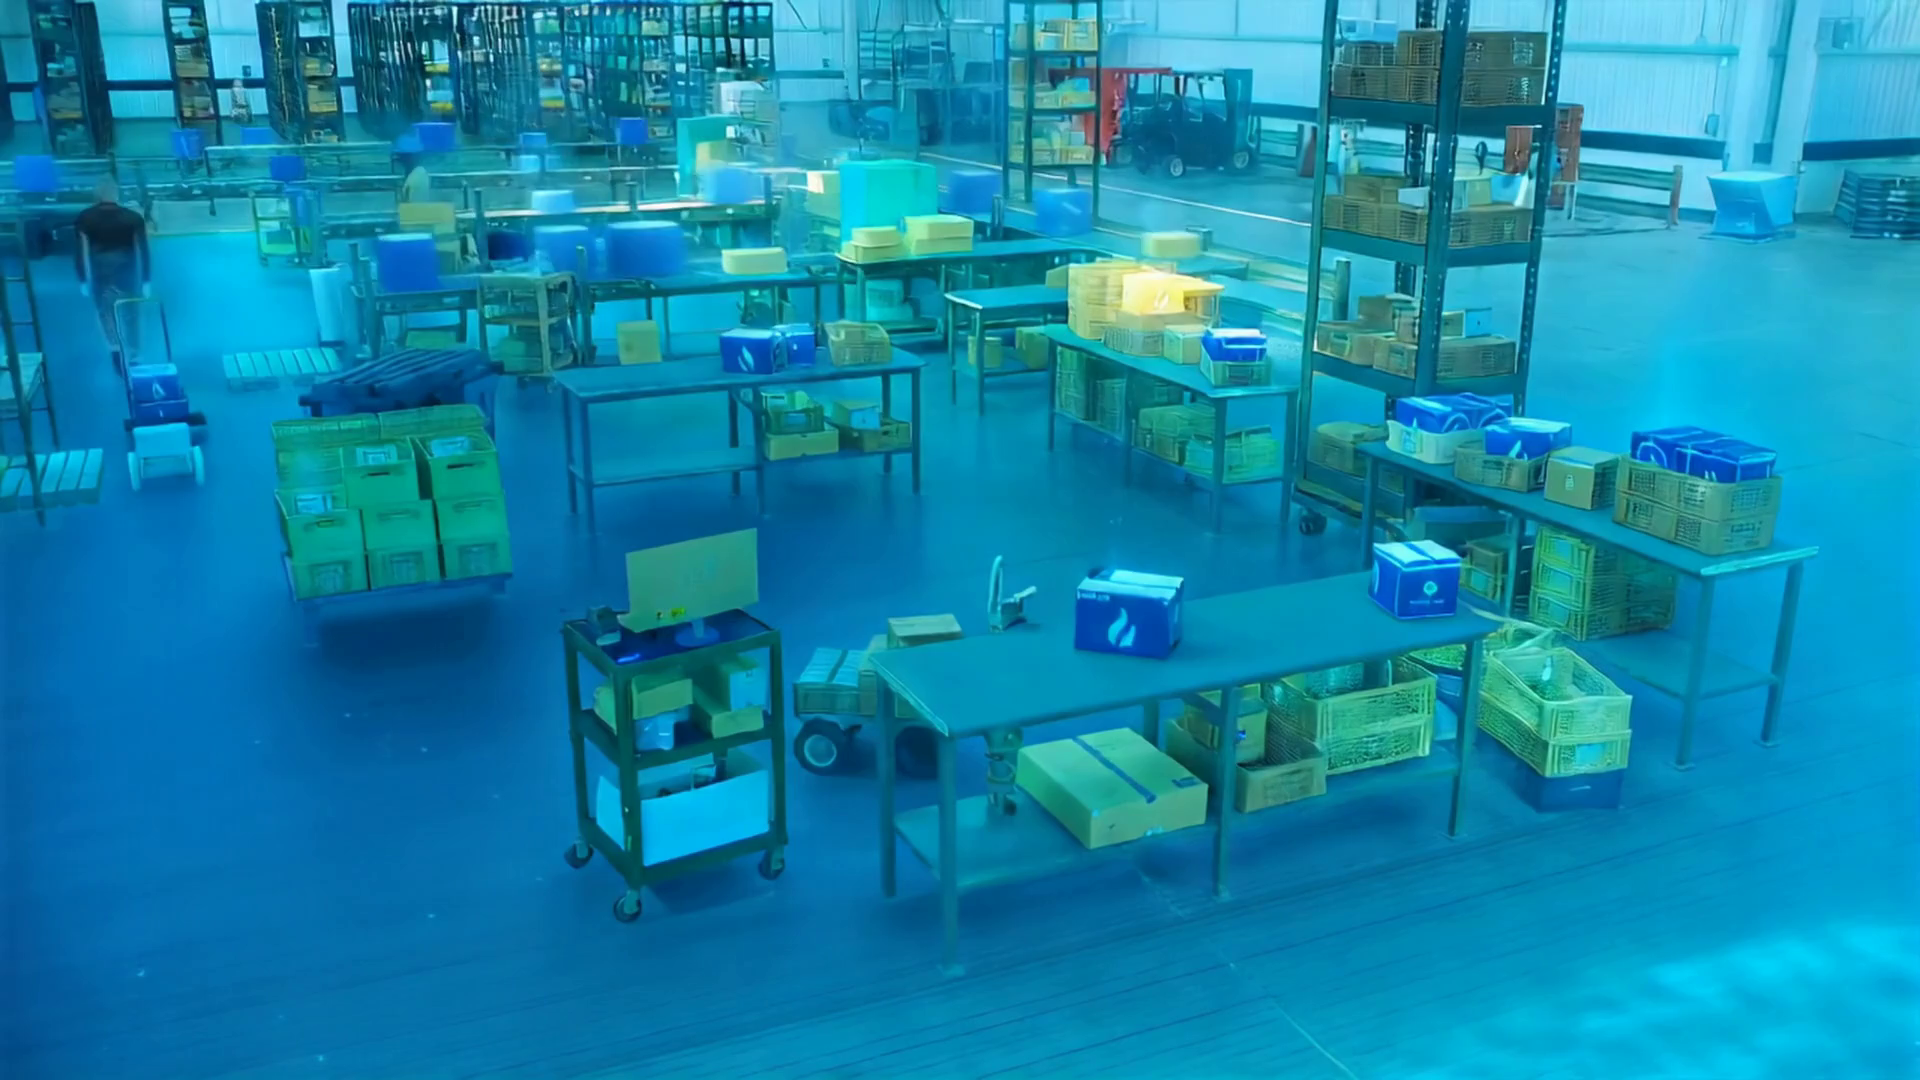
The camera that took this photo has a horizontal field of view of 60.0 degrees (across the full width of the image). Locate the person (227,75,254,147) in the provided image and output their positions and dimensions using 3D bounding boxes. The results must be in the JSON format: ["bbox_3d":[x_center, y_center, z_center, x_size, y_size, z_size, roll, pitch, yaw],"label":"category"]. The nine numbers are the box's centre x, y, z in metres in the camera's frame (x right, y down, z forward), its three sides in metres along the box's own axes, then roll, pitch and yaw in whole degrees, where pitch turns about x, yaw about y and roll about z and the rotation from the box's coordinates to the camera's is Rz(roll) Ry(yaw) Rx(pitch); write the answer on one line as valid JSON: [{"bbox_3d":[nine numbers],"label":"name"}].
[{"bbox_3d":[-18.287,-10.892,42.349,0.403,1.830,0.600,16,24,41],"label":"person"}]

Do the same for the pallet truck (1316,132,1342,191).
[{"bbox_3d":[7.723,-7.504,32.656,1.601,1.201,0.680,-8,19,-23],"label":"pallet truck"}]

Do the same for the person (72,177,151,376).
[{"bbox_3d":[-8.071,-2.518,15.907,0.640,1.867,0.832,-8,19,-24],"label":"person"}]

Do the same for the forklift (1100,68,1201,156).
[{"bbox_3d":[4.082,-9.564,37.410,2.680,1.987,1.157,-8,19,-23],"label":"forklift"}]

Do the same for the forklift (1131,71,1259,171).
[{"bbox_3d":[4.998,-8.936,35.413,2.680,1.987,1.157,-9,20,-25],"label":"forklift"}]

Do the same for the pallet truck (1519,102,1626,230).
[{"bbox_3d":[9.972,-6.037,26.785,1.885,1.965,0.823,-9,20,-25],"label":"pallet truck"}]

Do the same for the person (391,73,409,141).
[{"bbox_3d":[-15.080,-11.622,44.655,0.757,1.819,0.607,-7,19,-22],"label":"person"}]

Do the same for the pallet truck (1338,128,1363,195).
[{"bbox_3d":[7.845,-7.140,31.411,1.522,1.261,0.704,-9,20,-25],"label":"pallet truck"}]

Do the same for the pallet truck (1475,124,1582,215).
[{"bbox_3d":[9.707,-6.455,28.103,1.885,1.965,0.823,-7,19,-20],"label":"pallet truck"}]

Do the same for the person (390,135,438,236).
[{"bbox_3d":[-6.290,-3.630,19.161,0.615,2.022,0.609,-11,21,-32],"label":"person"}]

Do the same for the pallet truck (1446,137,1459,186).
[{"bbox_3d":[9.184,-6.485,29.328,1.630,1.274,0.653,-8,19,-23],"label":"pallet truck"}]

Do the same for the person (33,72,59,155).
[{"bbox_3d":[-21.892,-10.231,40.000,0.609,1.996,0.383,-10,20,-29],"label":"person"}]
